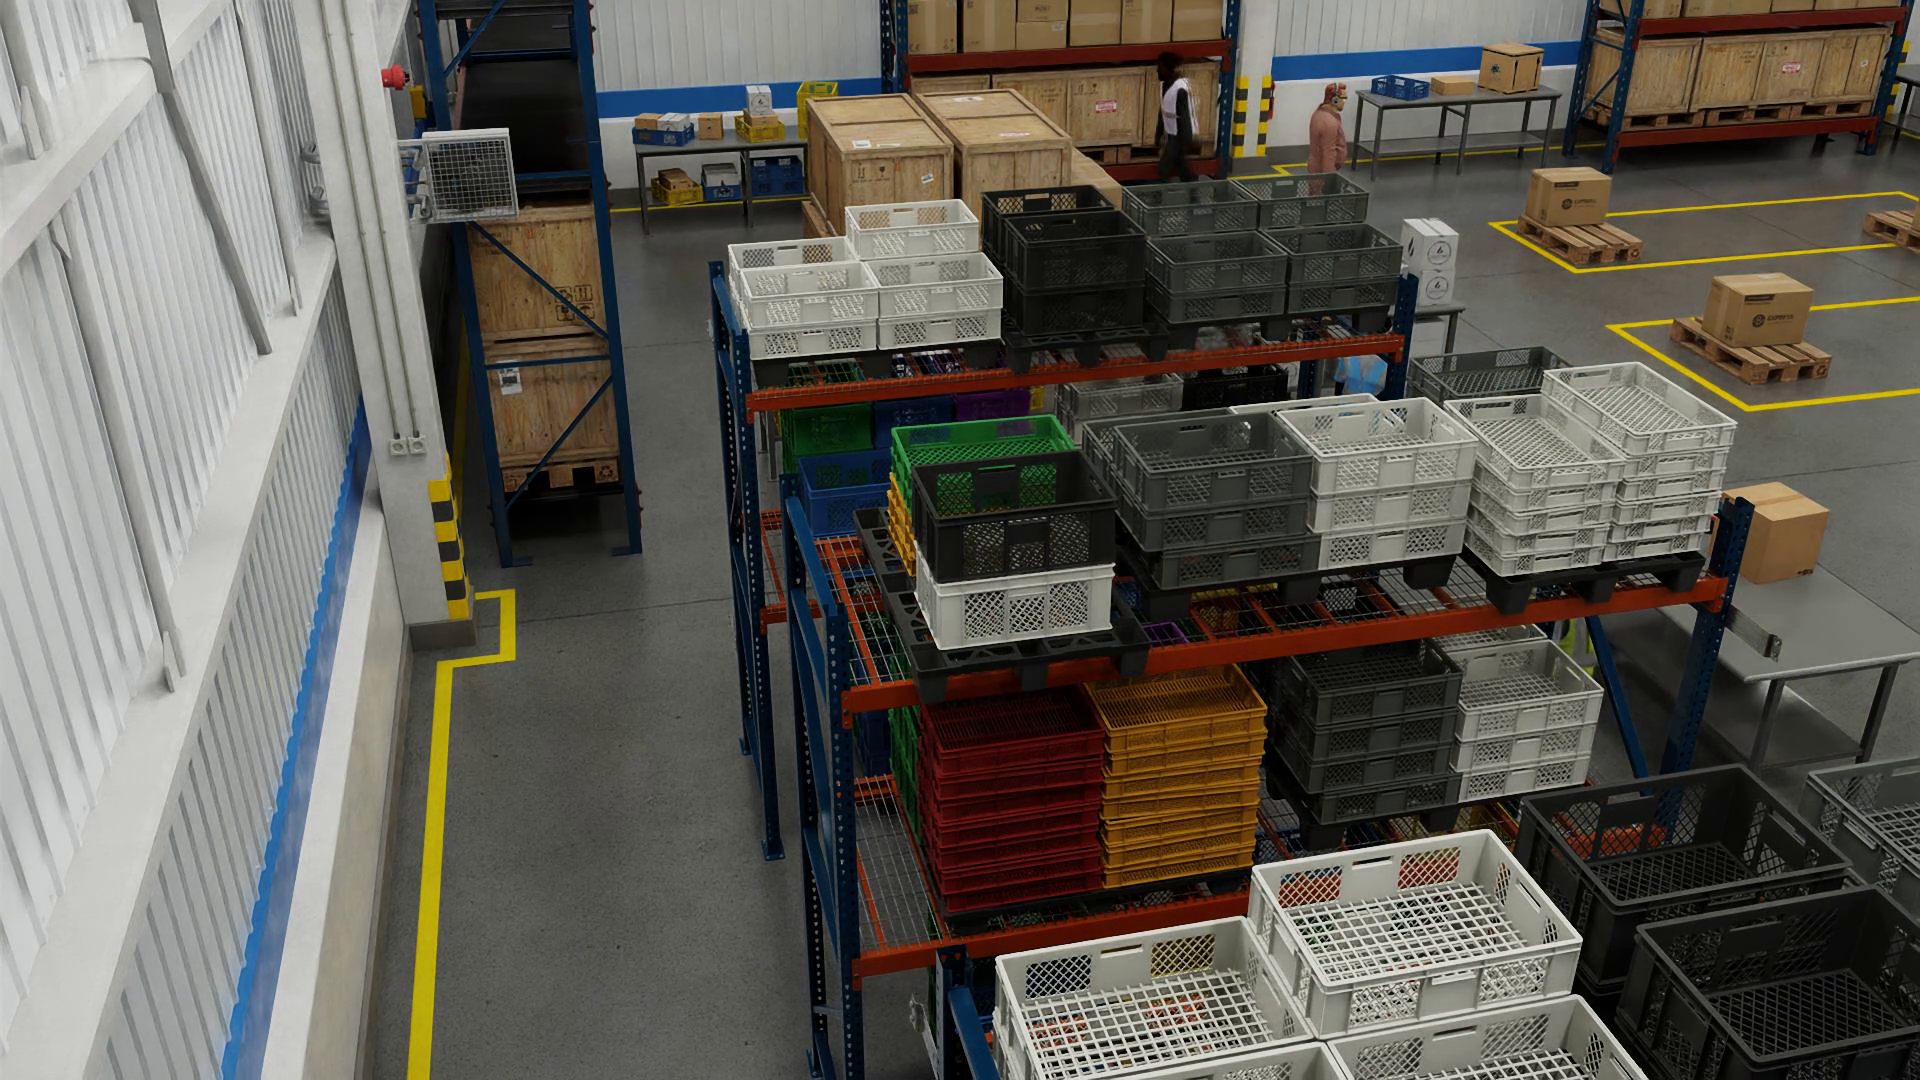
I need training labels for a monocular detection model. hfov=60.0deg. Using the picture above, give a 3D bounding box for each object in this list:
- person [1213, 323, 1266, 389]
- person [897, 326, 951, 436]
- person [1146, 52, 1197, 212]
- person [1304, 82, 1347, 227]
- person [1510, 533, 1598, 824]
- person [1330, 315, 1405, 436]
[{"bbox_3d":[2.237,-1.454,13.142,0.951,1.802,0.548,-1,28,-1],"label":"person"},{"bbox_3d":[-0.270,-0.866,11.945,0.355,1.882,0.576,18,32,30],"label":"person"},{"bbox_3d":[2.388,-4.656,19.141,0.921,1.867,0.603,-5,28,-10],"label":"person"},{"bbox_3d":[3.893,-3.902,17.691,0.405,1.899,0.644,0,28,1],"label":"person"},{"bbox_3d":[3.180,0.744,8.941,0.430,1.838,0.619,13,30,23],"label":"person"},{"bbox_3d":[2.961,-0.896,12.197,0.533,1.697,0.318,17,32,29],"label":"person"}]
